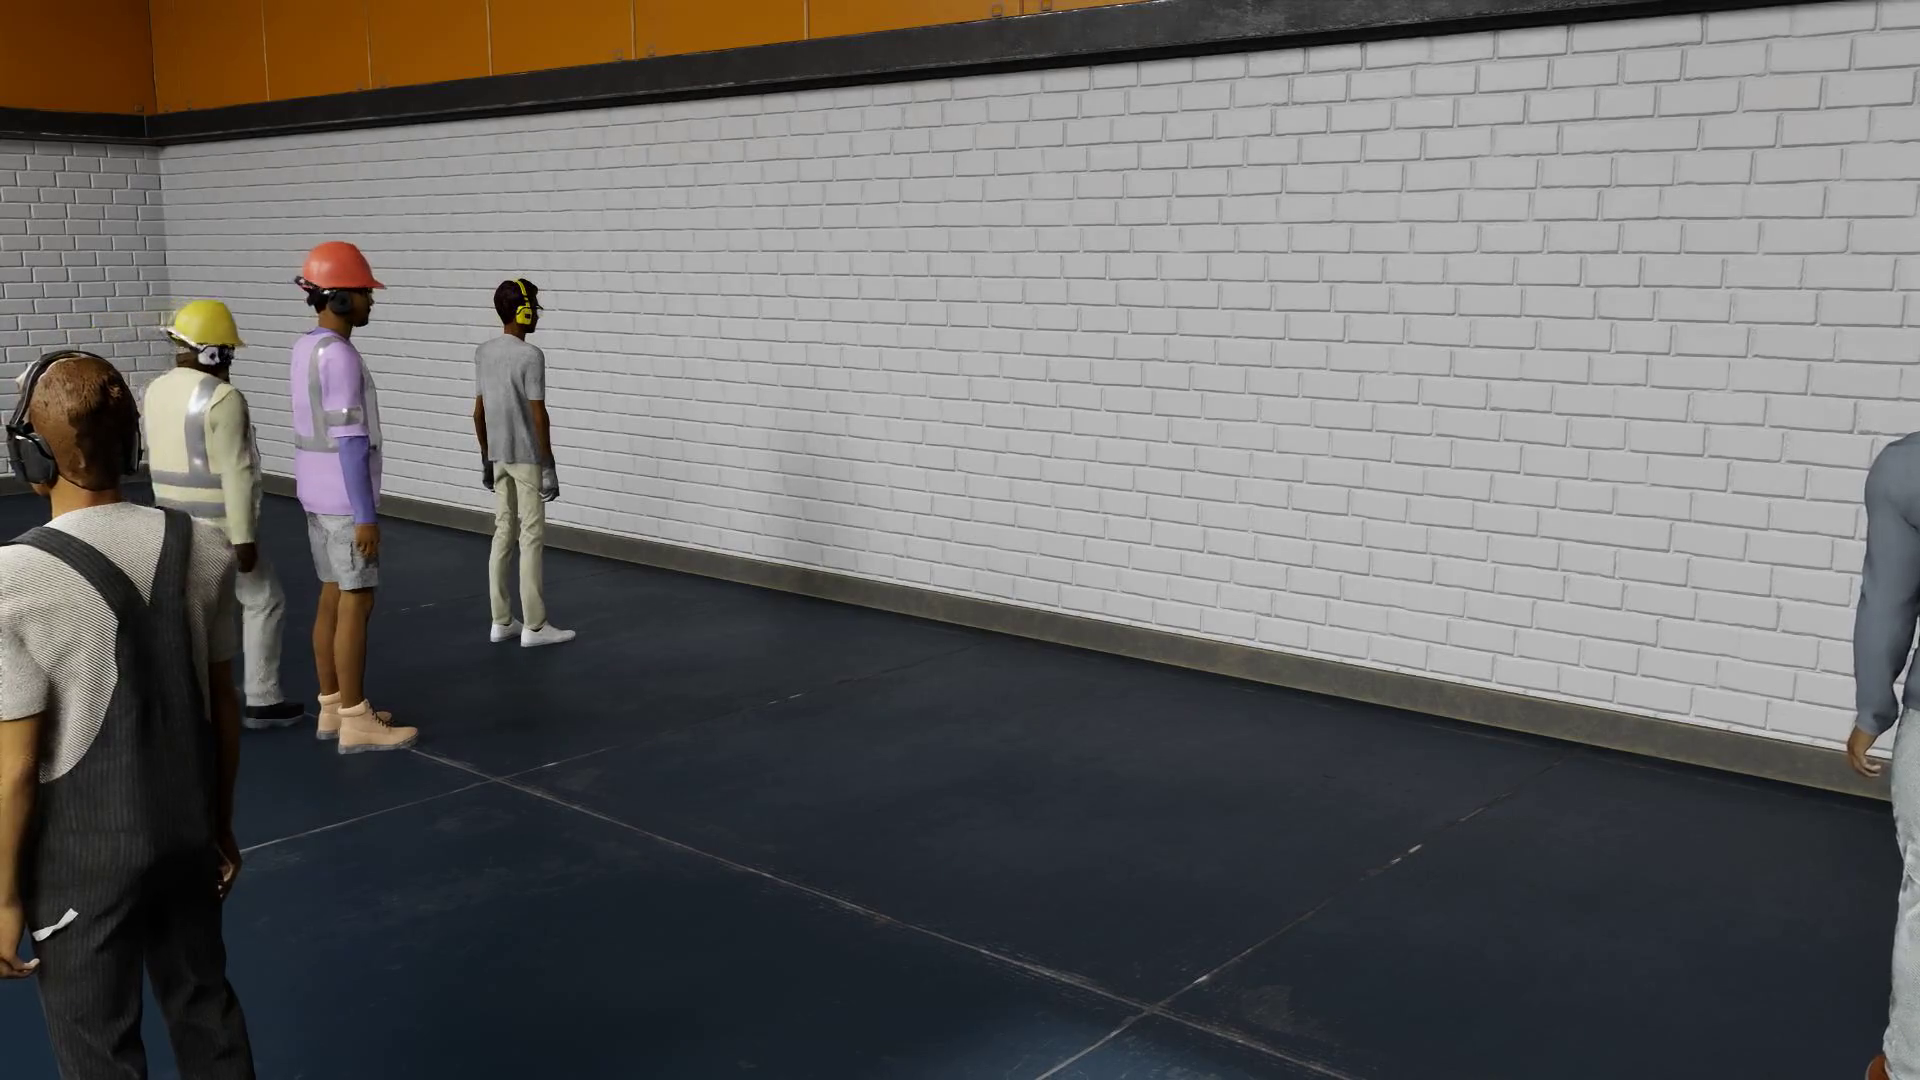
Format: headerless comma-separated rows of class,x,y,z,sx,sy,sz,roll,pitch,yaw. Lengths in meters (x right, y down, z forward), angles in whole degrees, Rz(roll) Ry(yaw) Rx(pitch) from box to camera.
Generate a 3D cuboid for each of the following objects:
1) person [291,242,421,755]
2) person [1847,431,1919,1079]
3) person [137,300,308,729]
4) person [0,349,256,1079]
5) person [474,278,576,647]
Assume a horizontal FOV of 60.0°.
person,-2.465,-0.167,6.729,0.393,2.039,0.627,-7,12,-35
person,2.338,0.410,3.736,0.627,1.940,0.375,4,11,24
person,-3.045,-0.082,6.896,0.631,1.803,0.573,5,11,28
person,-1.540,0.579,3.040,0.345,1.846,0.508,5,11,26
person,-2.254,-0.391,8.500,0.533,1.868,0.310,7,12,34
